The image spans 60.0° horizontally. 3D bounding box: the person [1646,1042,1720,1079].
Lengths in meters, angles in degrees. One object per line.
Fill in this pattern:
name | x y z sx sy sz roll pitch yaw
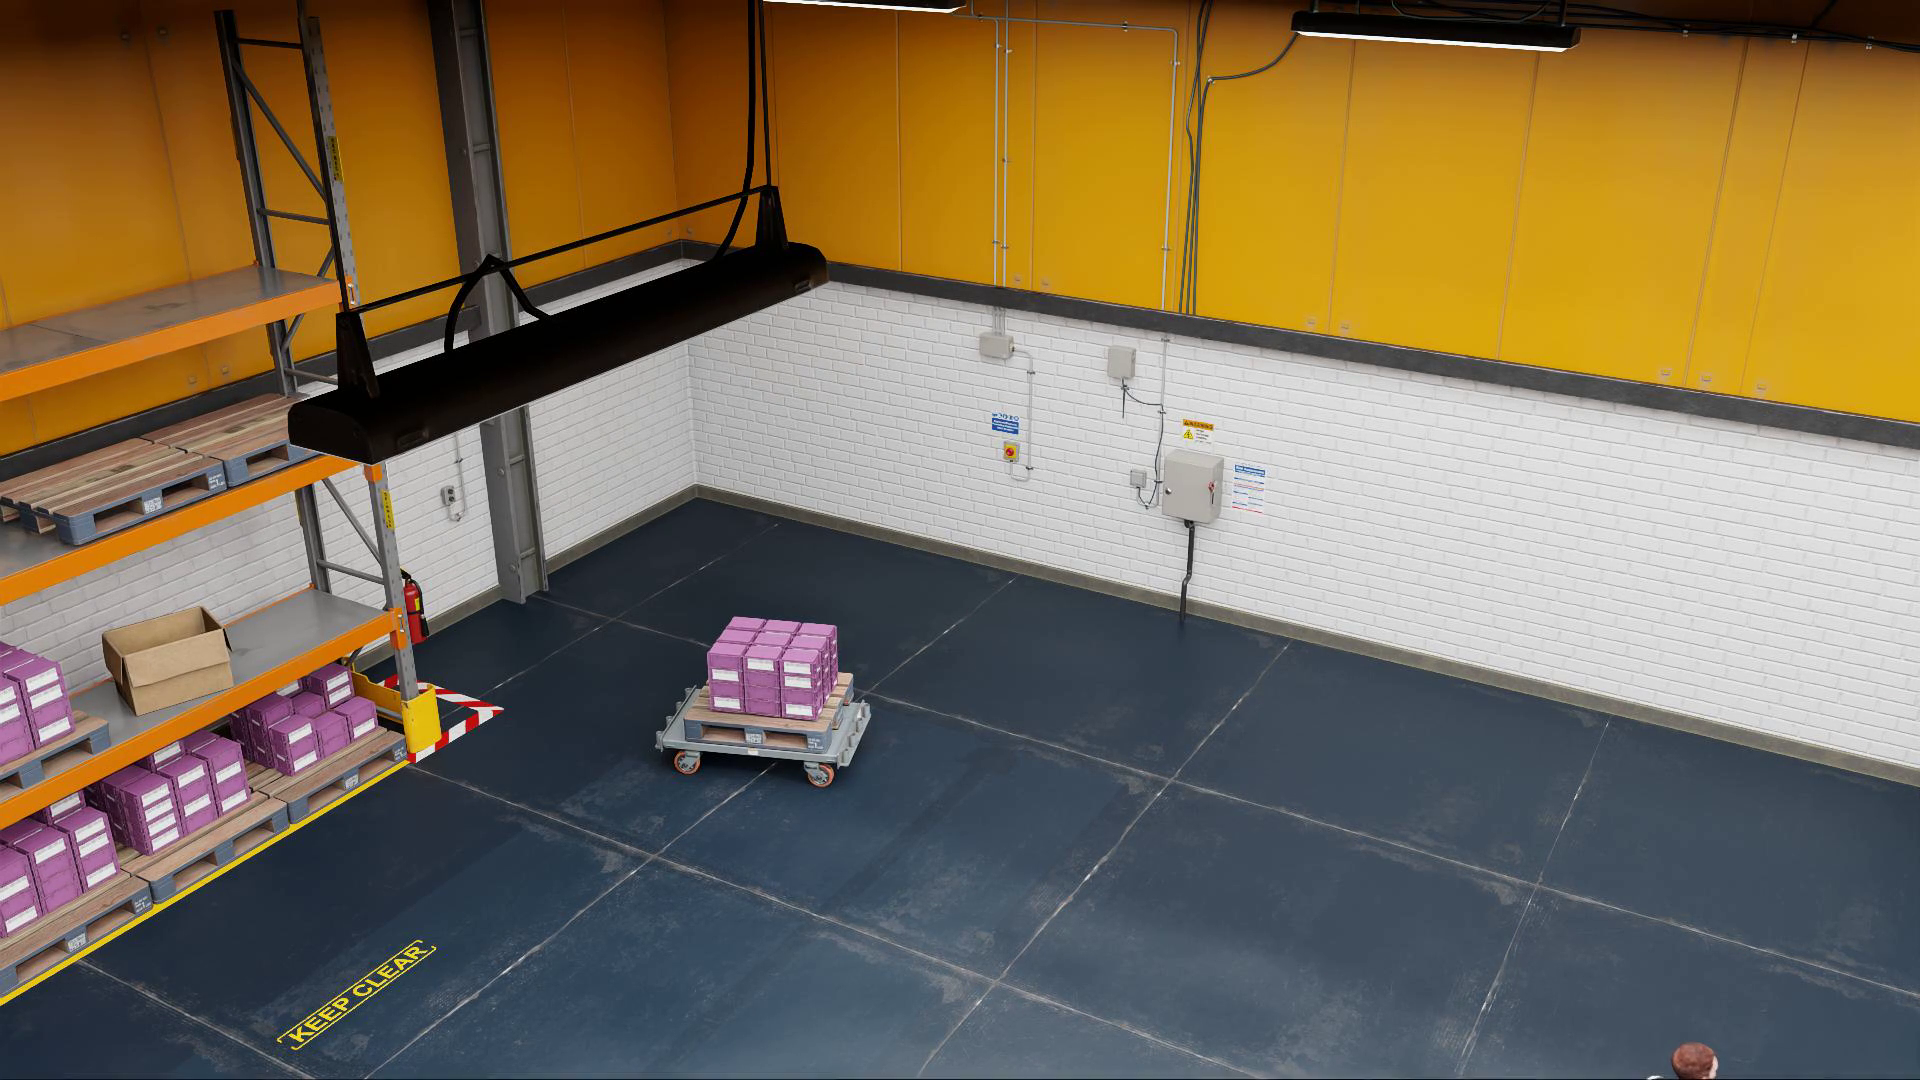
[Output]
person | 3.519 3.302 8.343 0.775 1.938 0.742 -9 25 -19
